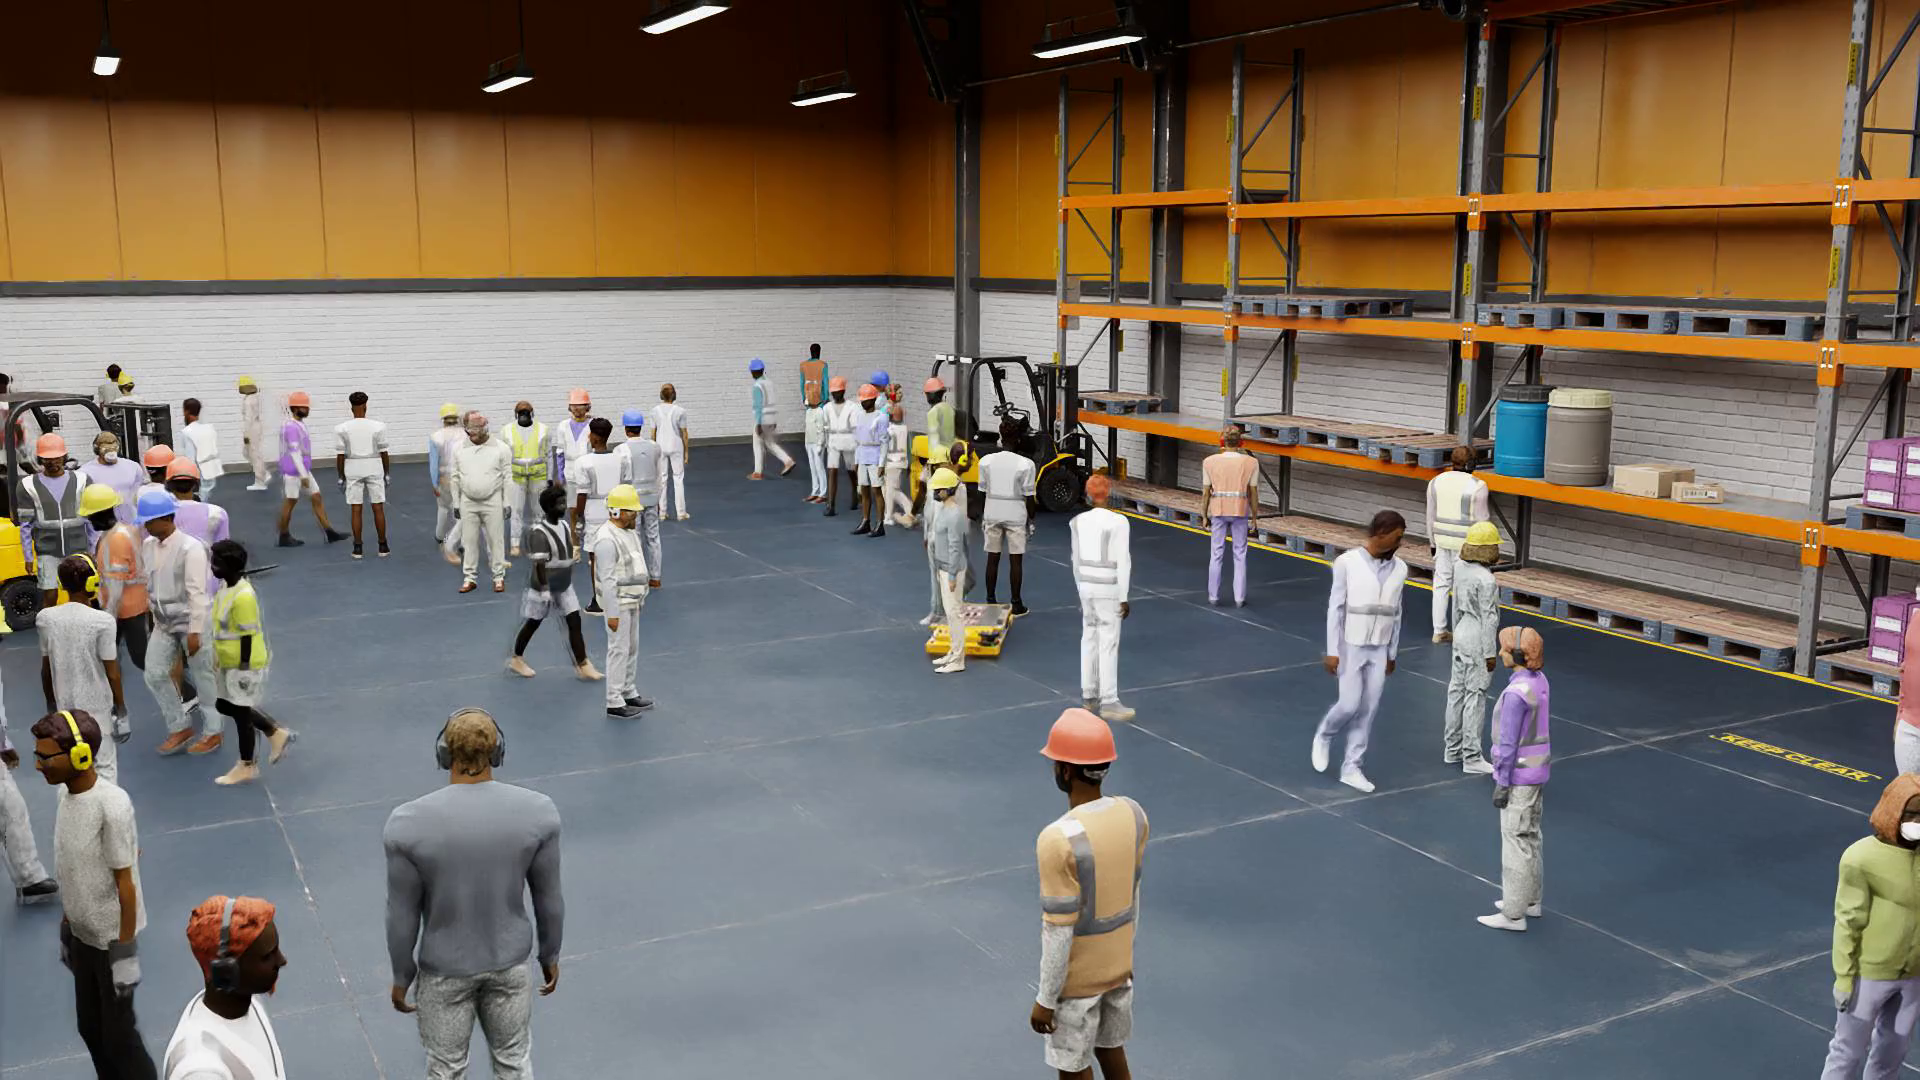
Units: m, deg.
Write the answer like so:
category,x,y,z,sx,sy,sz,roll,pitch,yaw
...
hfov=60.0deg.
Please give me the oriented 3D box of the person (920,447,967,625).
category,x,y,z,sx,sy,sz,roll,pitch,yaw
person,-0.161,-0.024,15.858,0.494,1.743,0.302,8,13,39

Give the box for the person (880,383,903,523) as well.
category,x,y,z,sx,sy,sz,roll,pitch,yaw
person,-0.910,-1.152,22.046,0.390,1.850,0.565,-3,10,-15

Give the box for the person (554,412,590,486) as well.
category,x,y,z,sx,sy,sz,roll,pitch,yaw
person,-4.675,-0.829,20.588,0.887,1.712,0.565,7,12,36

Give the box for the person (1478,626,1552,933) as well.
category,x,y,z,sx,sy,sz,roll,pitch,yaw
person,2.966,1.256,8.816,0.316,1.629,0.510,6,12,32

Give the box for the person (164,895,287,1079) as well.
category,x,y,z,sx,sy,sz,roll,pitch,yaw
person,-1.980,1.873,4.563,0.346,1.876,0.576,-2,10,-14

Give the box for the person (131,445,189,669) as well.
category,x,y,z,sx,sy,sz,roll,pitch,yaw
person,-6.820,0.147,14.309,0.542,1.939,0.361,5,11,25

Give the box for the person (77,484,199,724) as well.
category,x,y,z,sx,sy,sz,roll,pitch,yaw
person,-6.249,0.487,12.553,0.867,1.884,0.586,-8,13,-39

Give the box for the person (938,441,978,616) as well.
category,x,y,z,sx,sy,sz,roll,pitch,yaw
person,-0.039,0.009,15.377,0.418,1.845,0.553,-2,10,-10

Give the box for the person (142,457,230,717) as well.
category,x,y,z,sx,sy,sz,roll,pitch,yaw
person,-5.904,0.376,12.741,0.617,2.029,0.409,-6,12,-32

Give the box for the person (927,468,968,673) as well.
category,x,y,z,sx,sy,sz,roll,pitch,yaw
person,-0.110,0.256,14.210,0.342,1.761,0.524,-2,10,-10

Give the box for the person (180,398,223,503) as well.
category,x,y,z,sx,sy,sz,roll,pitch,yaw
person,-8.857,-0.711,19.411,0.452,1.884,0.601,1,10,6

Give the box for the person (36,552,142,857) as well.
category,x,y,z,sx,sy,sz,roll,pitch,yaw
person,-5.072,0.996,9.658,0.511,1.862,0.324,2,10,9

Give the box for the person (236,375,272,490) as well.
category,x,y,z,sx,sy,sz,roll,pitch,yaw
person,-10.669,-1.611,25.001,0.362,1.726,0.506,-2,10,-12

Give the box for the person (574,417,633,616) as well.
category,x,y,z,sx,sy,sz,roll,pitch,yaw
person,-3.514,-0.232,16.413,0.613,1.965,0.361,-7,12,-37

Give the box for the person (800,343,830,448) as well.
category,x,y,z,sx,sy,sz,roll,pitch,yaw
person,-2.643,-2.627,30.352,0.591,1.915,0.393,5,11,25

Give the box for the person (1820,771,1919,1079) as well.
category,x,y,z,sx,sy,sz,roll,pitch,yaw
person,3.567,1.677,6.385,0.501,1.631,0.287,-3,10,-15

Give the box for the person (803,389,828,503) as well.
category,x,y,z,sx,sy,sz,roll,pitch,yaw
person,-2.079,-1.343,23.794,0.285,1.627,0.502,-6,11,-30

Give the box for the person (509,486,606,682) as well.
category,x,y,z,sx,sy,sz,roll,pitch,yaw
person,-3.419,0.364,13.871,0.886,1.652,0.537,4,11,20

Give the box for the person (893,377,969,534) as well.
category,x,y,z,sx,sy,sz,roll,pitch,yaw
person,-0.311,-1.074,21.201,1.094,1.979,0.612,6,12,32

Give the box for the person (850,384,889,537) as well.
category,x,y,z,sx,sy,sz,roll,pitch,yaw
person,-1.142,-1.001,20.929,0.542,1.936,0.364,9,13,43

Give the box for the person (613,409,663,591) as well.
category,x,y,z,sx,sy,sz,roll,pitch,yaw
person,-3.382,-0.402,17.442,0.394,1.949,0.602,10,14,44

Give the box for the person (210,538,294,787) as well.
category,x,y,z,sx,sy,sz,roll,pitch,yaw
person,-4.807,0.811,11.194,0.460,1.683,0.547,-7,12,-36

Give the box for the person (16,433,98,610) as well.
category,x,y,z,sx,sy,sz,roll,pitch,yaw
person,-7.805,0.080,14.446,0.607,2.036,0.412,-7,12,-34

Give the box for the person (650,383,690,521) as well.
category,x,y,z,sx,sy,sz,roll,pitch,yaw
person,-3.852,-1.162,22.117,0.507,1.846,0.345,1,10,5

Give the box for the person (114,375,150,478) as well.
category,x,y,z,sx,sy,sz,roll,pitch,yaw
person,-12.310,-1.568,24.680,0.317,1.769,0.523,4,11,23

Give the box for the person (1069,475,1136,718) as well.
category,x,y,z,sx,sy,sz,roll,pitch,yaw
person,1.136,0.437,12.919,0.372,1.855,0.752,-8,13,-40

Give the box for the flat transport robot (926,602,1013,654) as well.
category,x,y,z,sx,sy,sz,roll,pitch,yaw
flat transport robot,0.106,0.796,15.372,0.652,0.197,1.431,1,10,7

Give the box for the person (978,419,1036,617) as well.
category,x,y,z,sx,sy,sz,roll,pitch,yaw
person,0.466,-0.212,16.349,0.600,1.957,0.374,4,10,20

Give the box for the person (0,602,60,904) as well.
category,x,y,z,sx,sy,sz,roll,pitch,yaw
person,-5.309,1.170,8.958,0.928,1.752,0.611,0,10,-2

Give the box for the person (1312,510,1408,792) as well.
category,x,y,z,sx,sy,sz,roll,pitch,yaw
person,2.720,0.725,11.186,0.655,1.866,0.518,-4,11,-20

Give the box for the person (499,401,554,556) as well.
category,x,y,z,sx,sy,sz,roll,pitch,yaw
person,-5.111,-0.727,19.624,0.633,1.841,0.429,-3,10,-16

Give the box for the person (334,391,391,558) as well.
category,x,y,z,sx,sy,sz,roll,pitch,yaw
person,-6.992,-0.766,19.510,0.600,1.958,0.385,-3,10,-19

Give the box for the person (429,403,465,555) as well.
category,x,y,z,sx,sy,sz,roll,pitch,yaw
person,-6.060,-0.747,19.876,0.601,1.780,0.912,-5,11,-28

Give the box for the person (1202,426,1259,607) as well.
category,x,y,z,sx,sy,sz,roll,pitch,yaw
person,2.720,-0.227,16.764,0.561,1.837,0.388,2,10,11

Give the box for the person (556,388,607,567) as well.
category,x,y,z,sx,sy,sz,roll,pitch,yaw
person,-4.308,-0.709,18.928,0.611,2.048,0.364,2,10,12

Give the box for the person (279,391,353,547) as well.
category,x,y,z,sx,sy,sz,roll,pitch,yaw
person,-7.871,-0.849,20.151,0.952,1.892,0.567,-1,10,-8

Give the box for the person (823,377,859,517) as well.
category,x,y,z,sx,sy,sz,roll,pitch,yaw
person,-1.607,-1.293,22.766,0.566,1.896,0.981,3,10,14

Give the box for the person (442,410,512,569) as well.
category,x,y,z,sx,sy,sz,roll,pitch,yaw
person,-5.517,-0.577,18.846,0.807,1.810,0.627,6,12,31

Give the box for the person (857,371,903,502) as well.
category,x,y,z,sx,sy,sz,roll,pitch,yaw
person,-1.183,-1.481,23.872,0.590,1.878,0.902,7,12,37

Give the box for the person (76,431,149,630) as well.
category,x,y,z,sx,sy,sz,roll,pitch,yaw
person,-7.933,-0.071,15.607,0.381,1.929,0.636,8,13,38

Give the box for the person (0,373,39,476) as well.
category,x,y,z,sx,sy,sz,roll,pitch,yaw
person,-13.276,-1.393,23.290,1.034,1.908,0.611,-7,12,-34

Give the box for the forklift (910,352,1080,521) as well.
category,x,y,z,sx,sy,sz,roll,pitch,yaw
forklift,0.460,-1.461,22.833,2.313,2.155,1.214,-5,11,-28

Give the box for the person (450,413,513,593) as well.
category,x,y,z,sx,sy,sz,roll,pitch,yaw
person,-5.030,-0.386,17.490,0.642,1.903,0.399,-1,10,-3

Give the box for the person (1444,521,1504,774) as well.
category,x,y,z,sx,sy,sz,roll,pitch,yaw
person,3.572,0.733,11.498,0.295,1.744,0.484,-2,10,-12

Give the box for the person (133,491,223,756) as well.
category,x,y,z,sx,sy,sz,roll,pitch,yaw
person,-5.527,0.600,11.743,0.647,1.915,0.555,4,11,22

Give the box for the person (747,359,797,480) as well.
category,x,y,z,sx,sy,sz,roll,pitch,yaw
person,-2.986,-1.885,26.090,0.721,1.915,0.663,3,10,18

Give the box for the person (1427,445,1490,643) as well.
category,x,y,z,sx,sy,sz,roll,pitch,yaw
person,4.542,0.052,15.135,0.430,1.844,0.624,-7,12,-36

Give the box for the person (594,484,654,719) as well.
category,x,y,z,sx,sy,sz,roll,pitch,yaw
person,-2.595,0.471,12.798,0.403,1.818,0.602,1,10,6

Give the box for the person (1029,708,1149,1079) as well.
category,x,y,z,sx,sy,sz,roll,pitch,yaw
person,0.445,1.569,6.127,0.379,1.937,0.548,9,13,42

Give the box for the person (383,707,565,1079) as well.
category,x,y,z,sx,sy,sz,roll,pitch,yaw
person,-1.783,1.569,6.160,0.639,1.928,0.369,-5,11,-25

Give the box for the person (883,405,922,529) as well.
category,x,y,z,sx,sy,sz,roll,pitch,yaw
person,-0.788,-0.945,21.560,0.758,1.615,0.524,7,12,33

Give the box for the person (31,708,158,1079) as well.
category,x,y,z,sx,sy,sz,roll,pitch,yaw
person,-3.336,1.555,6.454,0.530,1.854,0.324,8,12,37

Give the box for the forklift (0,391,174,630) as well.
category,x,y,z,sx,sy,sz,roll,pitch,yaw
forklift,-9.026,-0.363,16.508,1.214,2.155,2.313,6,11,29
